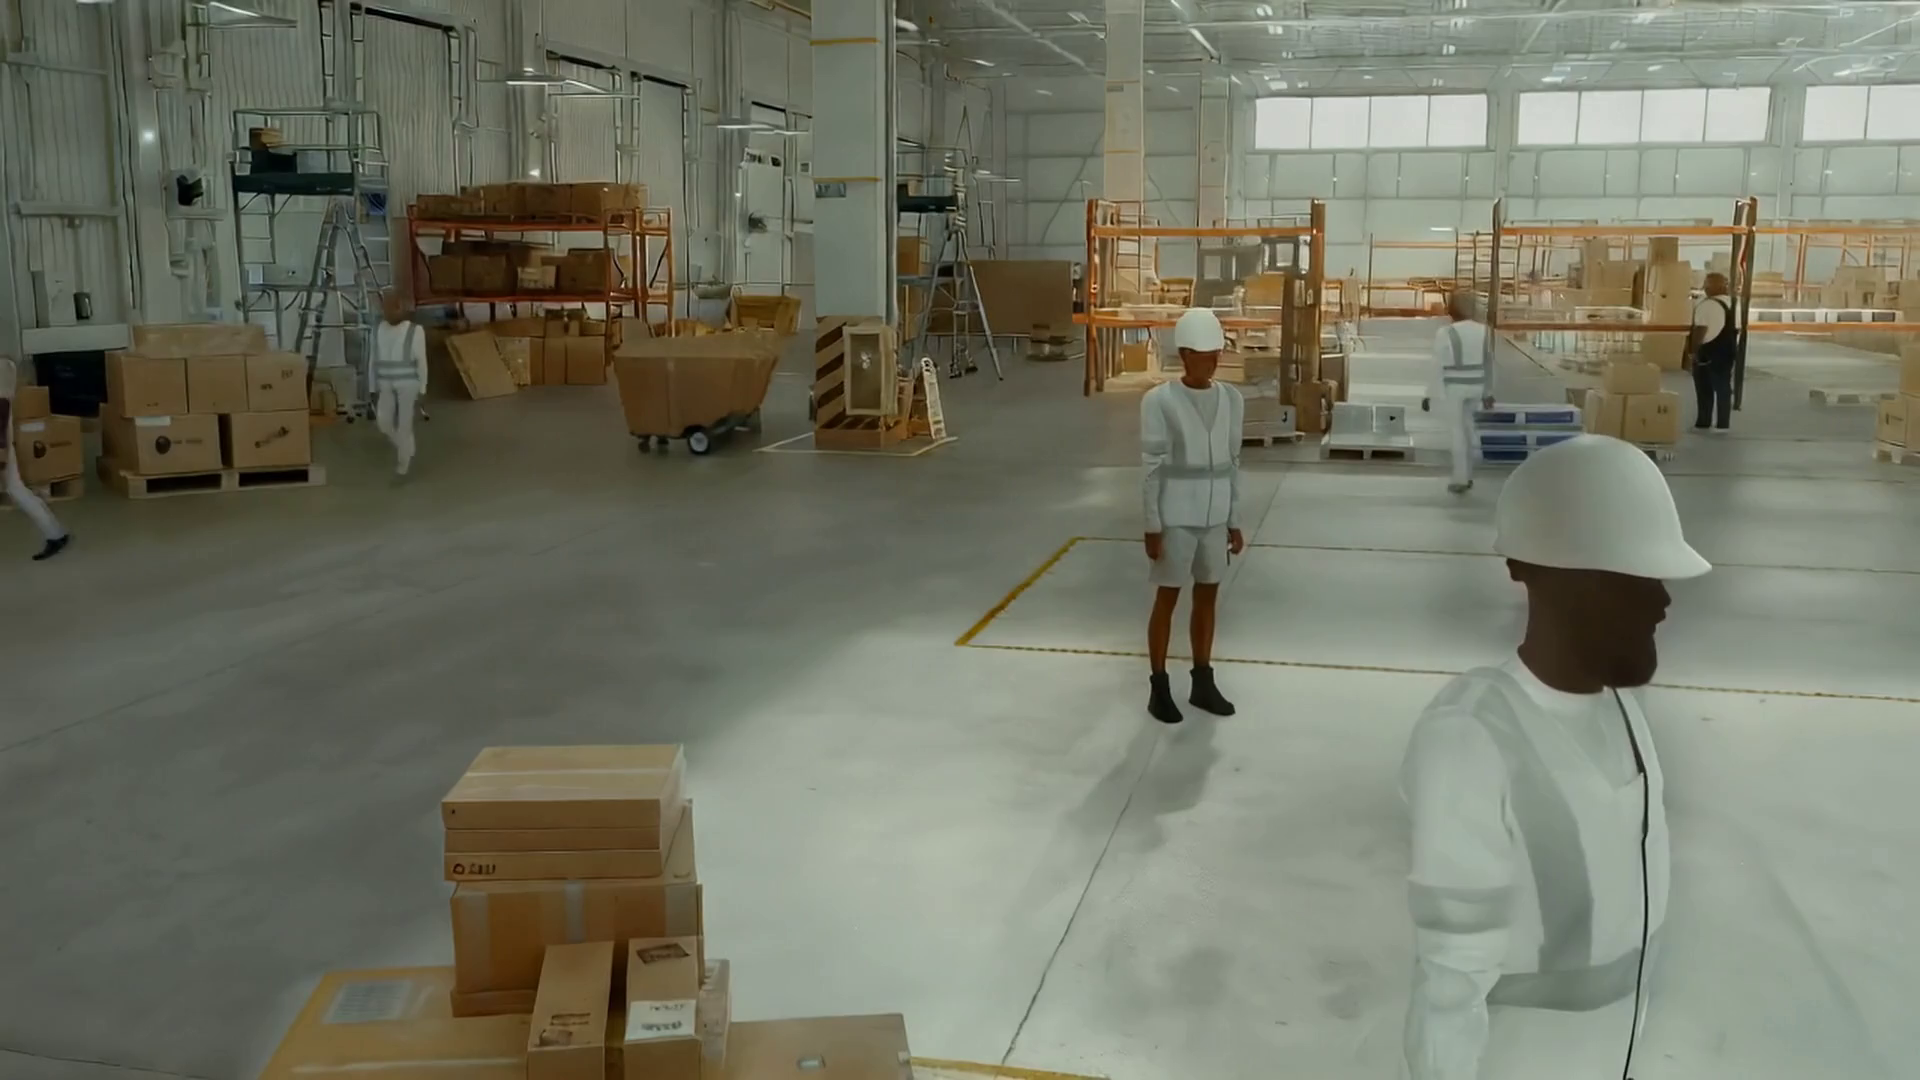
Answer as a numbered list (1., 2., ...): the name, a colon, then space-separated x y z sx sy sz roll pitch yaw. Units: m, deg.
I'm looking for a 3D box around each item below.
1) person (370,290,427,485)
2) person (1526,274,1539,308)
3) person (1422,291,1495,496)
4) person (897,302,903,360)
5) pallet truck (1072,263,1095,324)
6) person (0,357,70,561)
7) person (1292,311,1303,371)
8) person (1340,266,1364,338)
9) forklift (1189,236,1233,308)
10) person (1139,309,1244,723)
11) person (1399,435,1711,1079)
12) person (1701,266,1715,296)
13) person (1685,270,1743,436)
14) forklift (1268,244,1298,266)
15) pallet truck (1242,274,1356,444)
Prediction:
1. person: -5.394 -1.474 16.046 0.598 1.871 0.543 2 10 11
2. person: 17.800 -7.383 51.461 0.844 1.664 0.537 -1 10 -5
3. person: 4.579 -1.343 15.296 0.596 1.864 0.553 -3 10 -19
4. person: -1.071 -2.668 22.917 0.588 1.927 0.370 -4 11 -23
5. pallet truck: 4.325 -8.180 55.162 0.823 1.965 1.885 6 11 31
6. person: -6.746 -0.689 11.625 0.533 1.817 0.993 4 11 24
7. person: 6.609 -4.102 31.934 0.335 1.735 0.484 6 11 33
8. person: 10.563 -6.403 44.890 0.629 1.935 0.372 2 10 13
9. forklift: 6.974 -7.012 45.692 1.129 2.768 1.873 -1 10 -3
10. person: 1.105 -0.111 7.831 0.546 1.938 0.361 -4 11 -24
11. person: 0.862 0.803 2.472 0.371 1.929 0.585 9 13 41
12. person: 22.831 -7.403 50.813 0.367 1.930 0.631 6 11 30
13. person: 9.233 -2.308 20.461 0.700 2.000 0.535 -5 11 -27
14. forklift: 9.730 -7.775 50.182 1.129 2.768 1.873 4 10 21
15. pallet truck: 3.653 -2.138 19.590 1.885 1.965 0.823 -4 10 -20
